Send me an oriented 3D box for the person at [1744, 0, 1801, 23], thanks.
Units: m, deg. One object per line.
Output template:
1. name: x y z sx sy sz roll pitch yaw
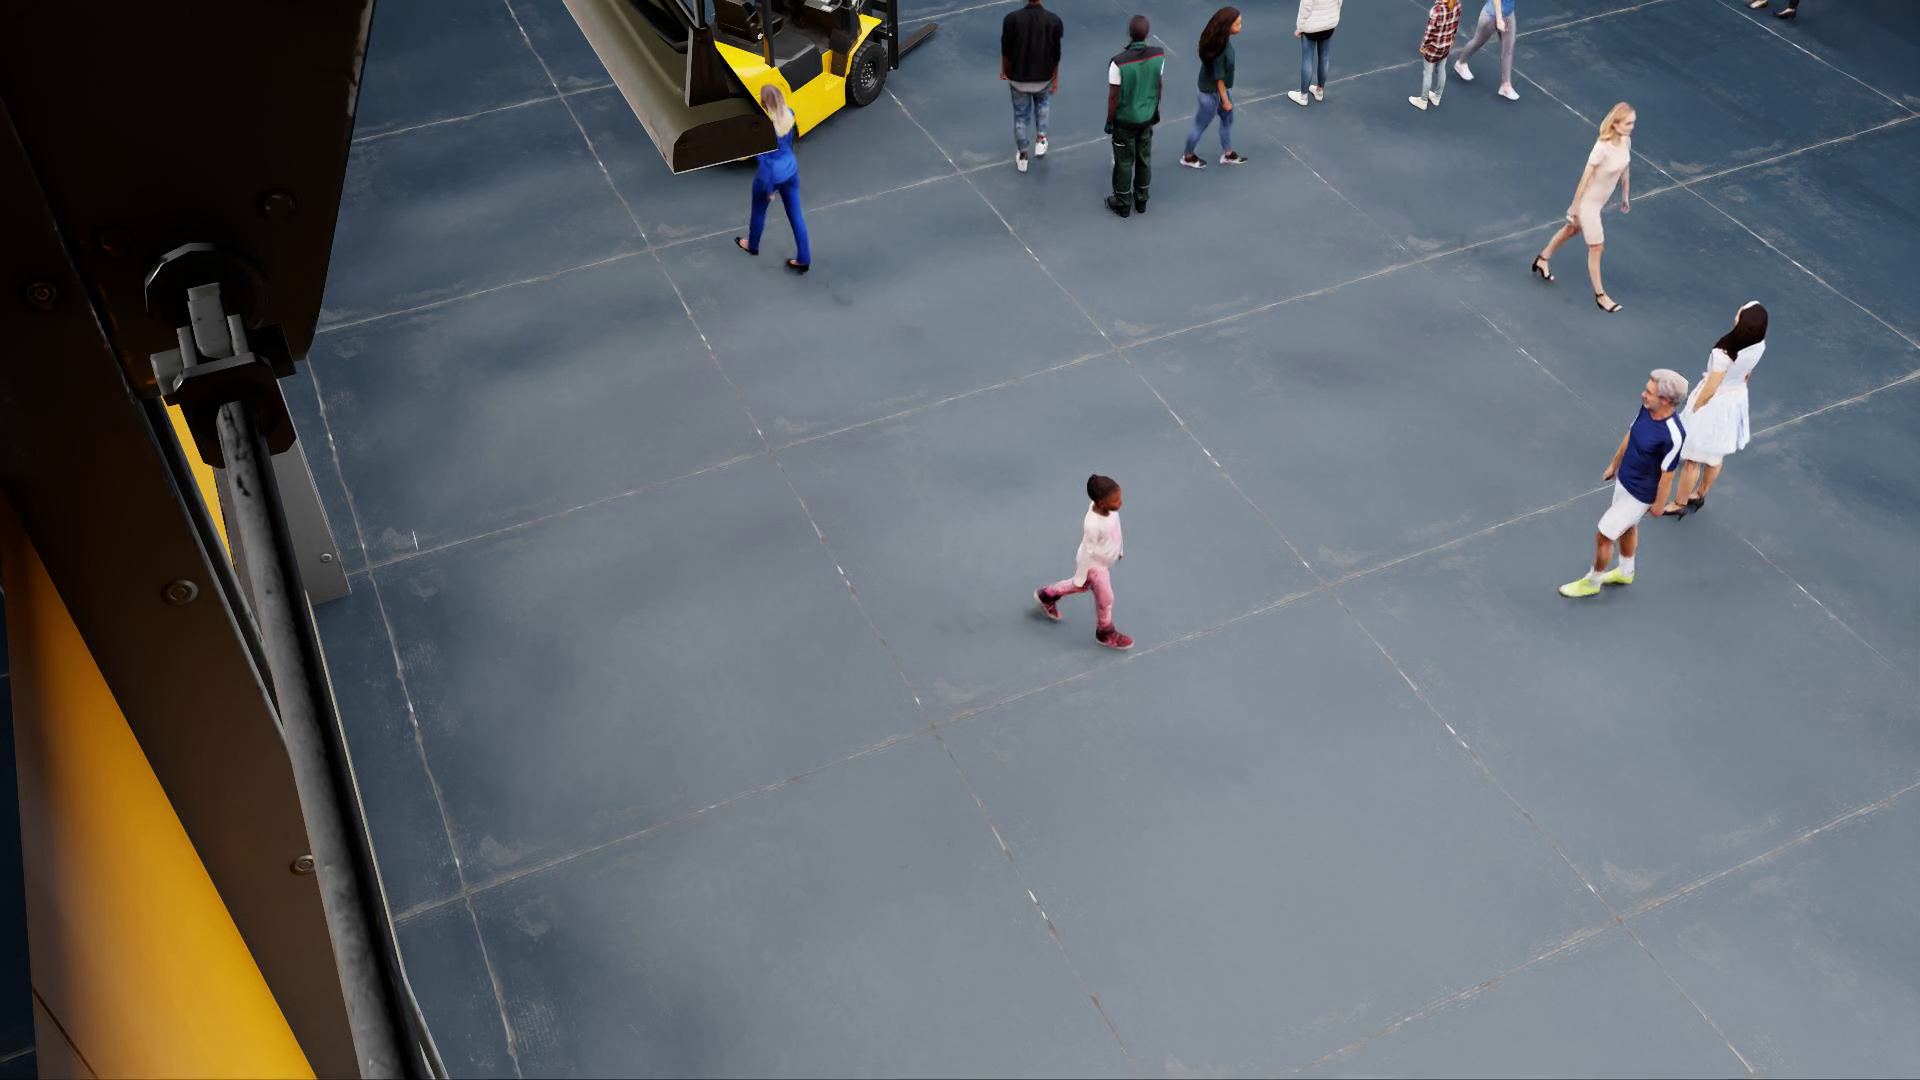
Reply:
1. person: 8.761 -6.138 17.173 0.700 1.642 0.808 -26 49 -25

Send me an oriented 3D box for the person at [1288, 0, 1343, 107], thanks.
1. person: 3.442 -4.975 15.955 0.609 1.638 0.540 -16 46 -16

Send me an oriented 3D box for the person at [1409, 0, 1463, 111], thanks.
1. person: 4.606 -4.779 15.990 0.521 1.305 0.504 -16 46 -16

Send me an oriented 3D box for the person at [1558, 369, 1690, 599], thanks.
1. person: 4.562 -0.363 10.987 0.864 1.813 0.843 -4 44 -4

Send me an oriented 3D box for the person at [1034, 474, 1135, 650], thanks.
1. person: 0.810 0.108 10.777 0.992 1.421 0.937 13 45 14

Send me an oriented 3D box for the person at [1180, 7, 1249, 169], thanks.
1. person: 2.199 -4.056 15.020 0.913 1.596 0.891 9 44 9

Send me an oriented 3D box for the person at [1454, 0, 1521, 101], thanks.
1. person: 5.164 -5.118 16.155 0.611 1.569 1.052 -23 48 -22

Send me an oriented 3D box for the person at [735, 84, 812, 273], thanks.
1. person: -1.435 -2.966 13.820 1.081 1.673 0.872 32 52 29

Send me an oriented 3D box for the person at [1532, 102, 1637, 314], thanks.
1. person: 5.076 -2.772 13.550 0.756 1.766 1.181 -29 51 -27

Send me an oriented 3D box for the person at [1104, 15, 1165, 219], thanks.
1. person: 1.507 -3.668 14.438 0.679 1.837 0.576 -16 46 -16

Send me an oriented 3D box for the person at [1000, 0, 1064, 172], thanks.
1. person: 0.629 -4.160 14.988 0.853 1.792 0.895 -1 44 -1

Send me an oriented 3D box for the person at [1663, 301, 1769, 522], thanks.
1. person: 5.235 -0.877 11.523 0.684 1.817 0.697 -16 46 -16
